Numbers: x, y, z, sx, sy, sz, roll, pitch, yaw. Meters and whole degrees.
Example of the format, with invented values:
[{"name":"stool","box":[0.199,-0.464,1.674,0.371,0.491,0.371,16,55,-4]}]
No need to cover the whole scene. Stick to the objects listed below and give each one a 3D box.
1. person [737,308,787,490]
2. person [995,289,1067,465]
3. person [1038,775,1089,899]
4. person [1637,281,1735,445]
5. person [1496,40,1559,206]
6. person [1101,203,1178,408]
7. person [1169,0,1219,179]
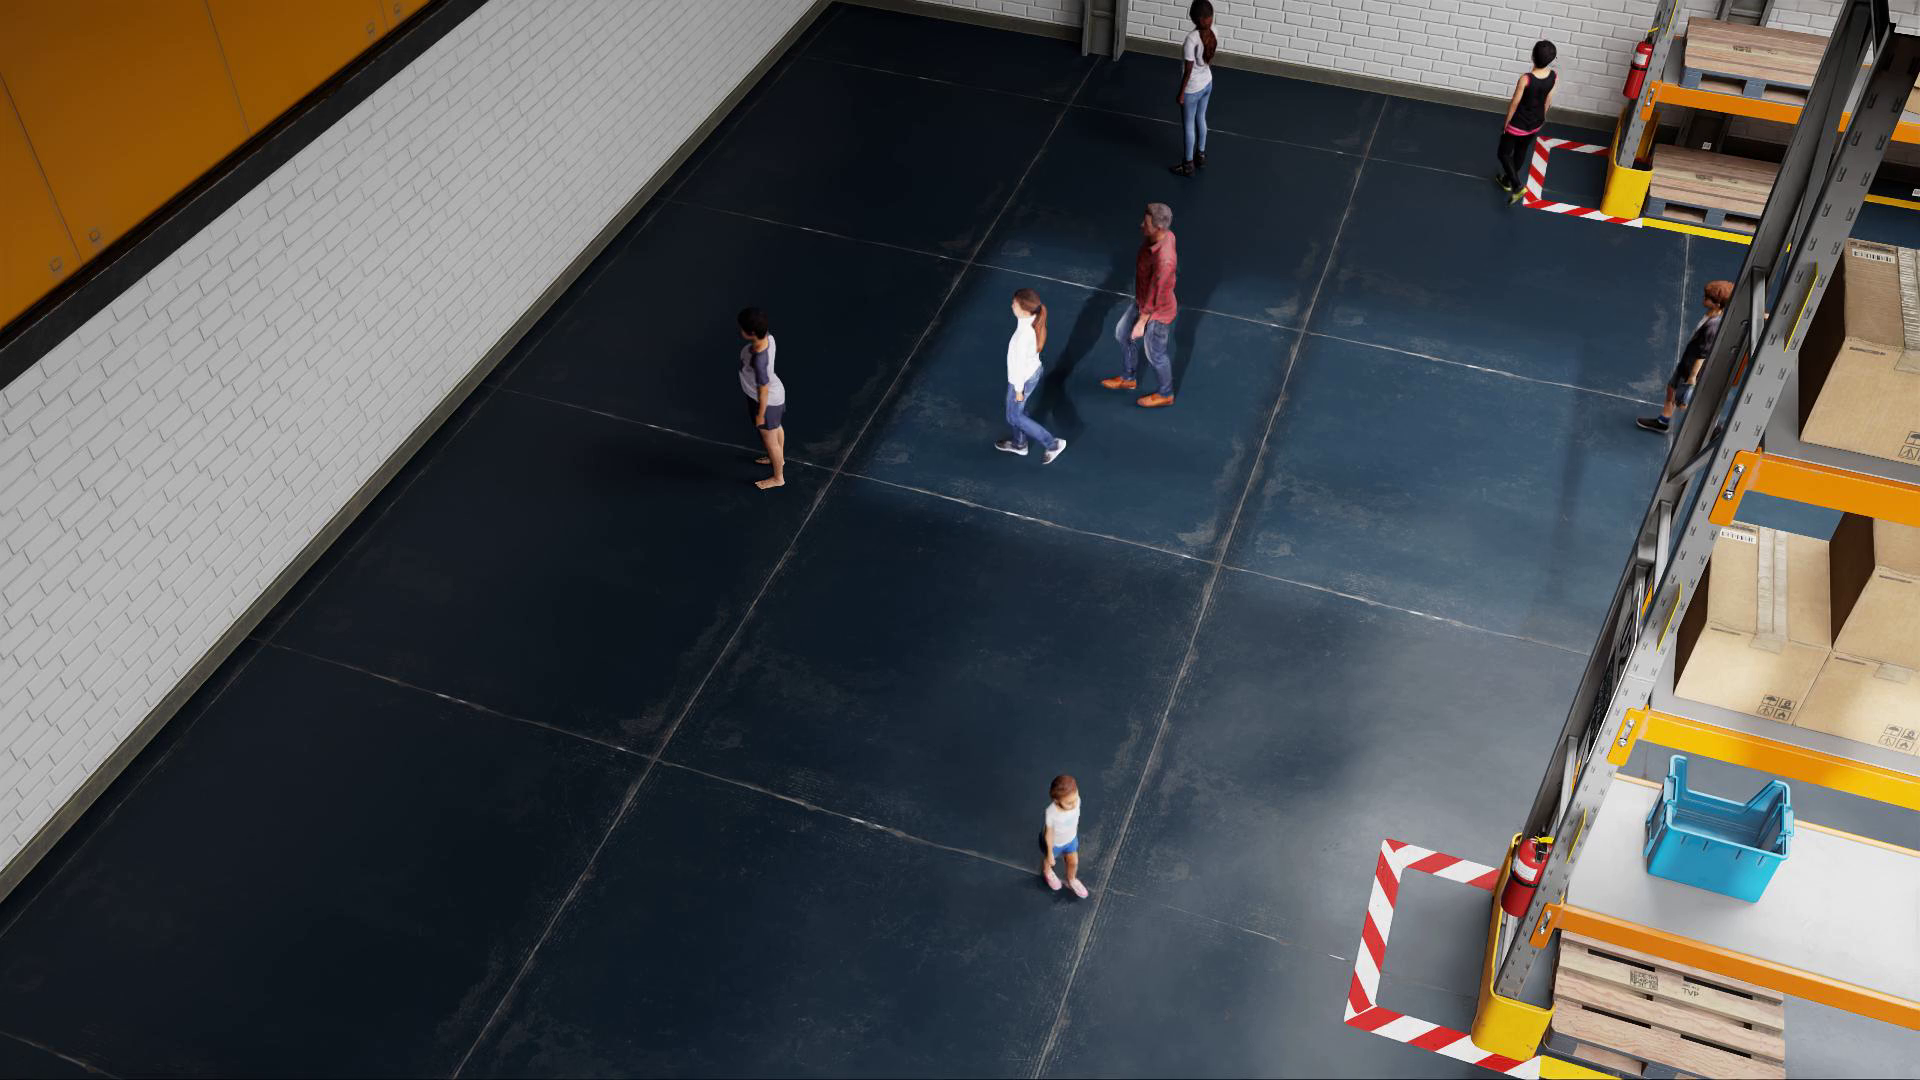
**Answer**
[{"name":"person","box":[-1.428,-1.063,12.192,0.627,1.567,0.629,0,44,0]},{"name":"person","box":[0.556,-1.192,12.346,0.797,1.542,0.506,14,45,15]},{"name":"person","box":[0.549,1.683,9.713,0.553,1.010,0.618,-22,48,-22]},{"name":"person","box":[5.615,-1.314,12.556,0.859,1.429,0.583,19,47,19]},{"name":"person","box":[5.135,-3.763,15.047,0.899,1.538,0.894,-10,45,-10]},{"name":"person","box":[1.580,-1.779,12.769,0.930,1.809,0.851,0,44,-1]},{"name":"person","box":[2.182,-4.176,15.348,0.644,1.721,0.658,32,52,29]}]
